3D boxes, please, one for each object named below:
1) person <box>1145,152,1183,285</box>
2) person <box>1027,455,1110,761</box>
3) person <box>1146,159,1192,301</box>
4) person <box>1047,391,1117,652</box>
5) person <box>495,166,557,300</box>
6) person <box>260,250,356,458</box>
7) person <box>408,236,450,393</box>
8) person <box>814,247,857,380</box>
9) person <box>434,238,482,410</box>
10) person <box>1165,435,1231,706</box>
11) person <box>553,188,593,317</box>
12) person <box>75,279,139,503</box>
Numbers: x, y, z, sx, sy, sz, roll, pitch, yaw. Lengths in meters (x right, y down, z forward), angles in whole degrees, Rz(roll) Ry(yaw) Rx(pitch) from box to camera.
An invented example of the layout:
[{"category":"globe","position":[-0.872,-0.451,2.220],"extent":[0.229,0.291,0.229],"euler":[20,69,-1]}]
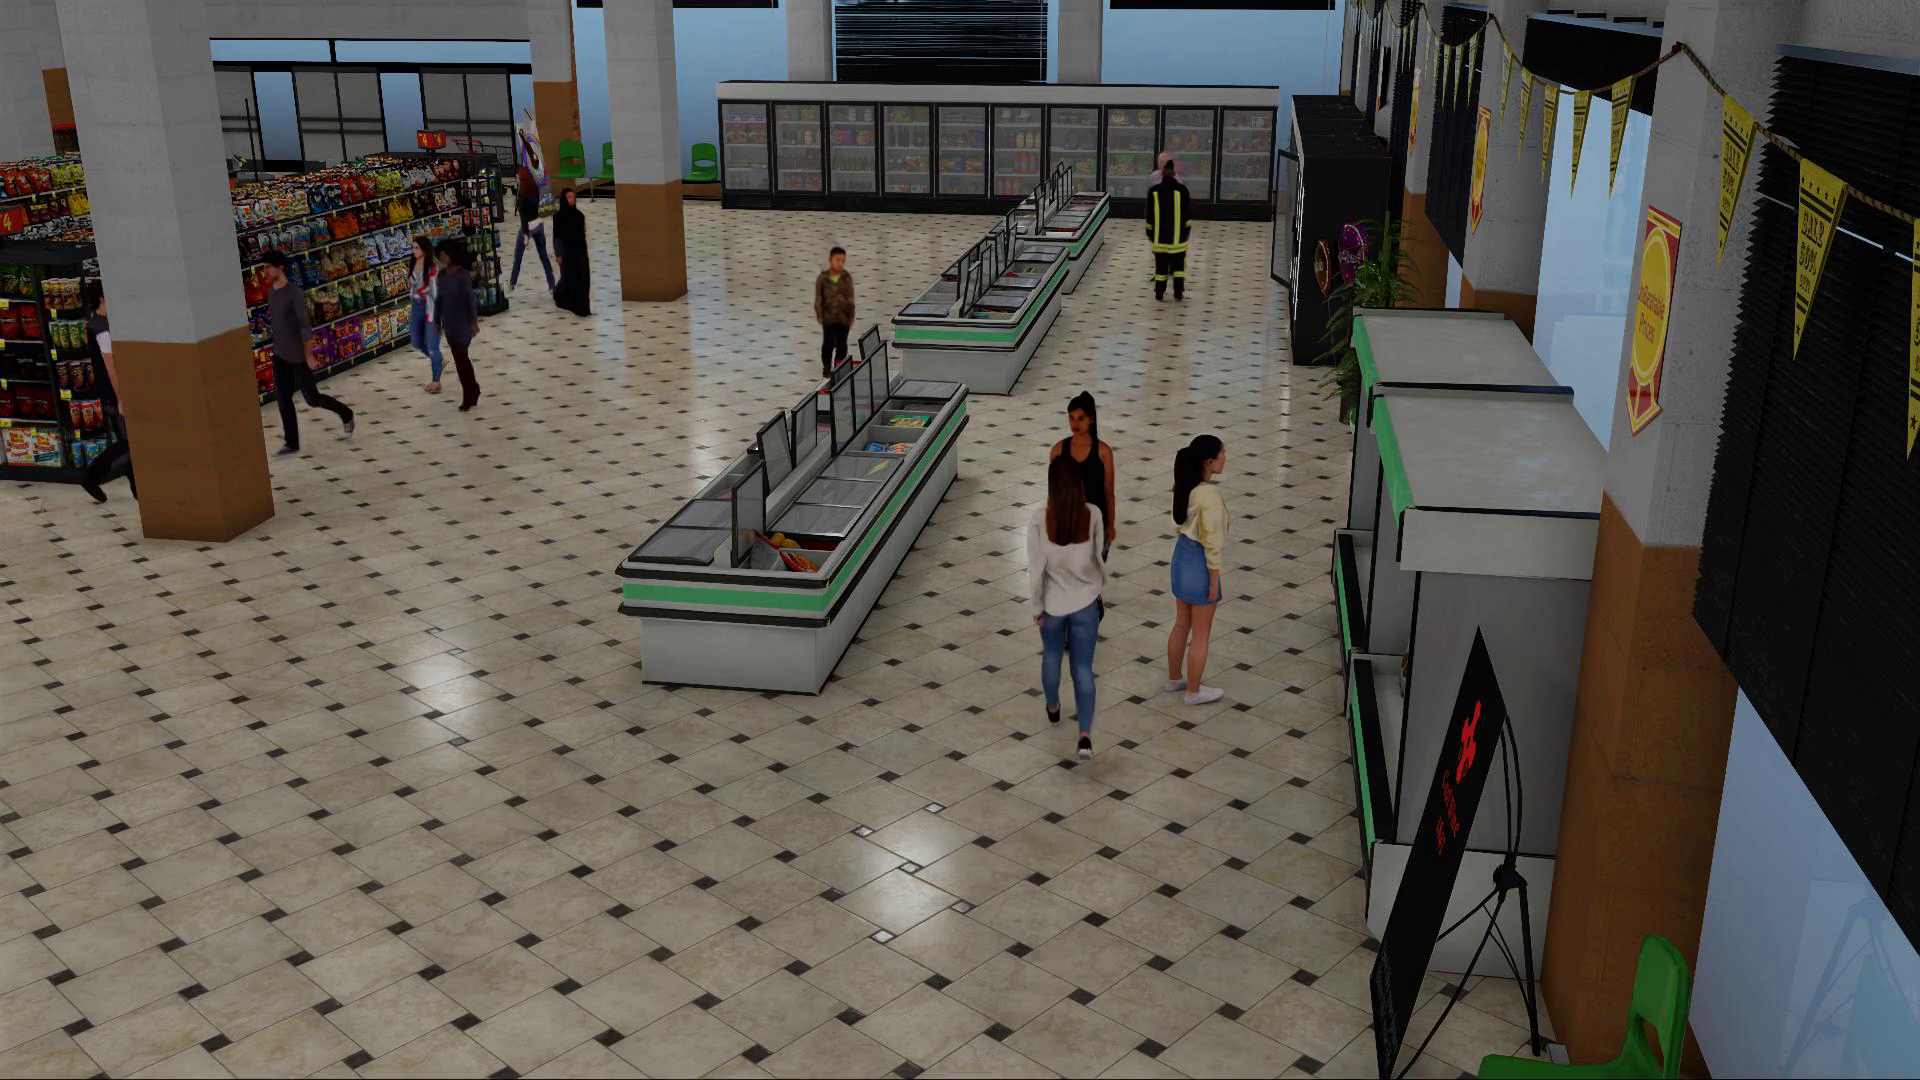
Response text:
[{"category":"person","position":[2.915,-4.551,23.531],"extent":[1.082,1.795,1.330],"euler":[13,22,33]},{"category":"person","position":[0.612,0.399,9.070],"extent":[0.734,1.654,1.159],"euler":[0,19,1]},{"category":"person","position":[2.795,-4.127,22.167],"extent":[0.783,1.862,0.728],"euler":[5,19,14]},{"category":"person","position":[0.801,-0.138,10.660],"extent":[0.635,1.656,0.809],"euler":[4,19,13]},{"category":"person","position":[-5.605,-4.038,22.098],"extent":[0.892,1.738,1.178],"euler":[9,21,24]},{"category":"person","position":[-5.930,-1.685,14.994],"extent":[0.986,1.819,1.208],"euler":[11,22,30]},{"category":"person","position":[-5.506,-2.373,17.372],"extent":[0.679,1.603,0.783],"euler":[7,20,21]},{"category":"person","position":[-1.326,-2.391,17.682],"extent":[0.693,1.439,0.743],"euler":[-4,19,-11]},{"category":"person","position":[-4.935,-2.152,16.564],"extent":[0.685,1.700,0.674],"euler":[9,21,25]},{"category":"person","position":[1.385,0.168,9.791],"extent":[0.775,1.632,0.674],"euler":[-8,20,-22]},{"category":"person","position":[-4.976,-3.676,21.240],"extent":[0.918,1.600,0.964],"euler":[-14,23,-36]},{"category":"person","position":[-6.896,-1.165,13.429],"extent":[1.039,1.833,0.989],"euler":[-12,22,-31]}]
